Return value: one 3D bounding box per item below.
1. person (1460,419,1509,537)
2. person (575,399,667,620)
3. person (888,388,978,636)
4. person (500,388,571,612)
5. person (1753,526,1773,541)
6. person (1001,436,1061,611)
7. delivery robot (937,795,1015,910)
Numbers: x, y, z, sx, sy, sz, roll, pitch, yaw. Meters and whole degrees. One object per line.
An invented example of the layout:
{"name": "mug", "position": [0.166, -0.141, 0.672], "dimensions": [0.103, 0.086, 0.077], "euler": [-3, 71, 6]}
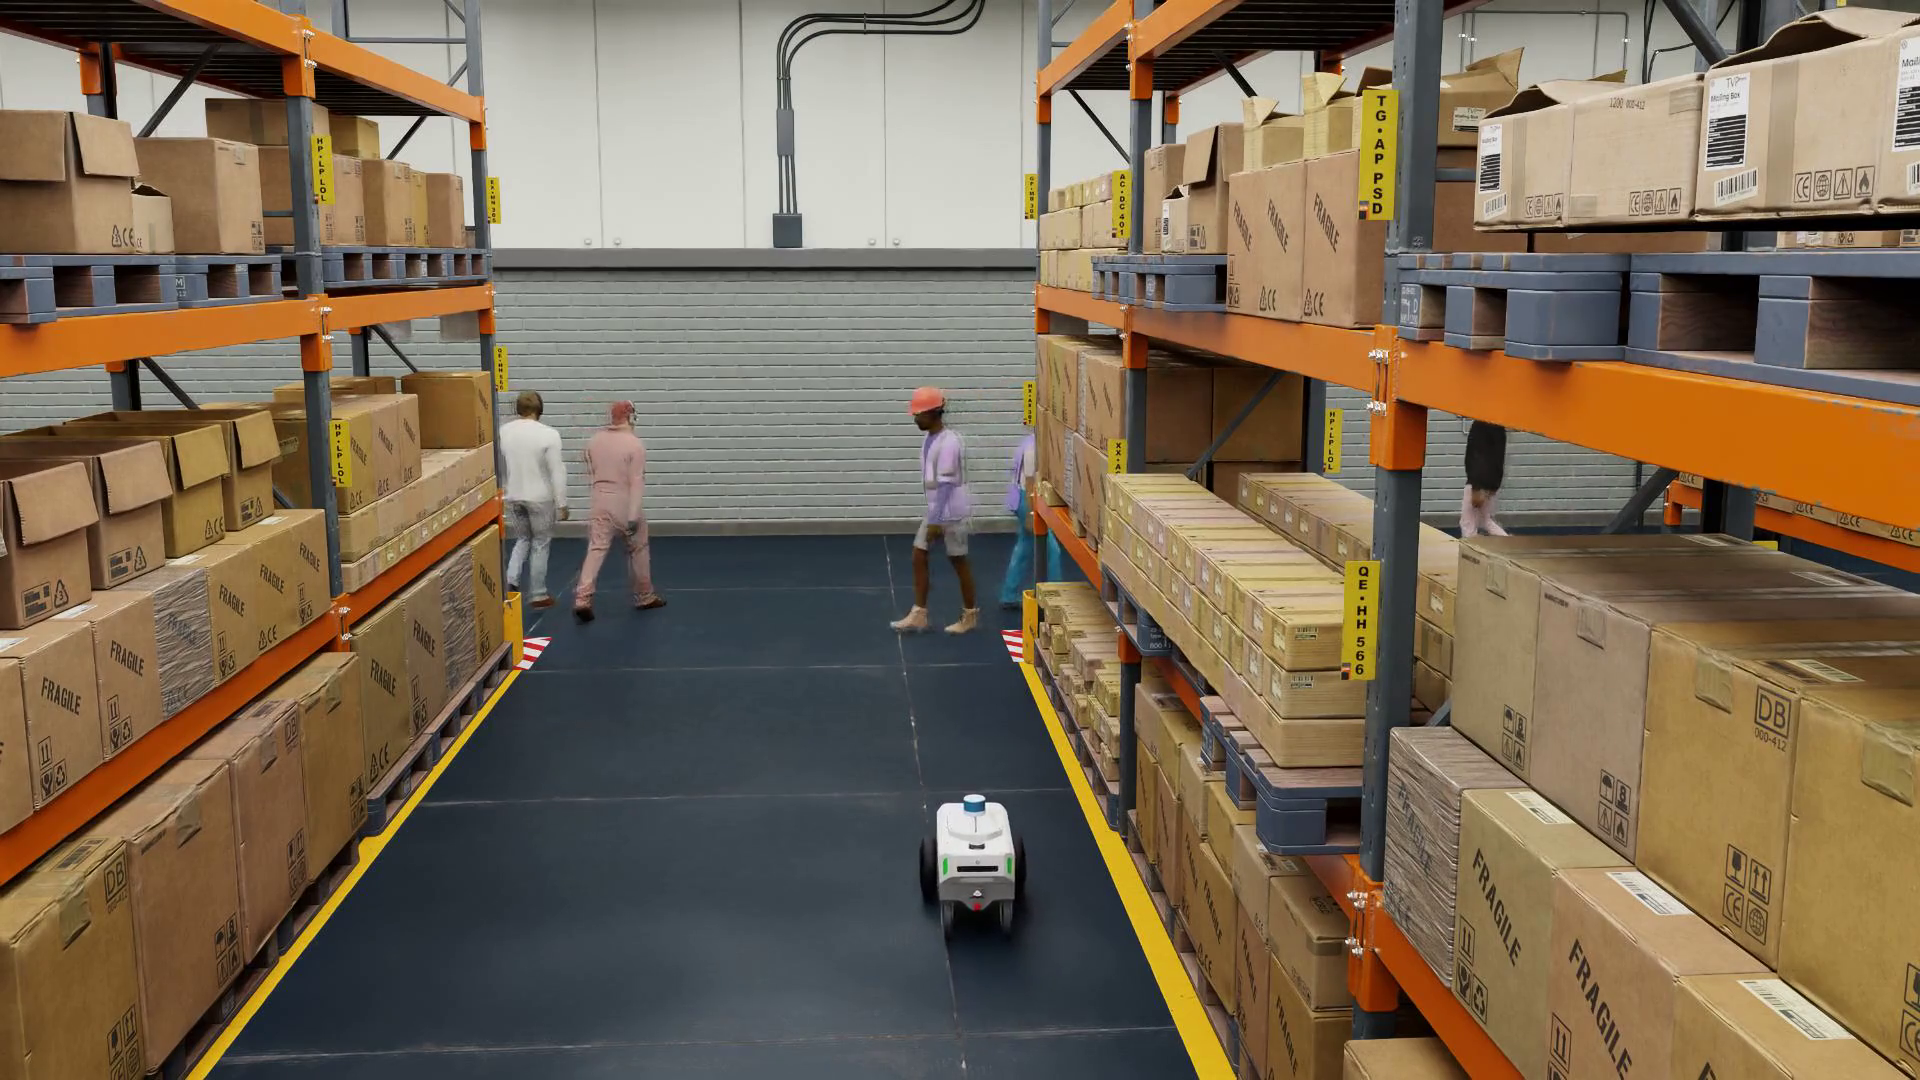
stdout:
{"name": "person", "position": [4.863, -0.536, 15.274], "dimensions": [0.663, 1.976, 0.618], "euler": [8, 12, 38]}
{"name": "person", "position": [-2.918, -0.255, 14.038], "dimensions": [0.650, 1.851, 1.016], "euler": [5, 11, 28]}
{"name": "person", "position": [-0.219, -0.208, 13.273], "dimensions": [0.842, 1.996, 0.648], "euler": [-4, 10, -21]}
{"name": "person", "position": [-3.656, -0.334, 14.254], "dimensions": [0.638, 1.923, 0.424], "euler": [4, 10, 22]}
{"name": "person", "position": [6.555, -0.302, 13.725], "dimensions": [0.567, 2.000, 0.801], "euler": [4, 10, 20]}
{"name": "person", "position": [0.706, -0.235, 14.049], "dimensions": [0.824, 1.794, 0.655], "euler": [2, 10, 14]}
{"name": "delivery robot", "position": [0.066, 1.420, 7.674], "dimensions": [0.477, 0.478, 0.707], "euler": [0, 10, -2]}
